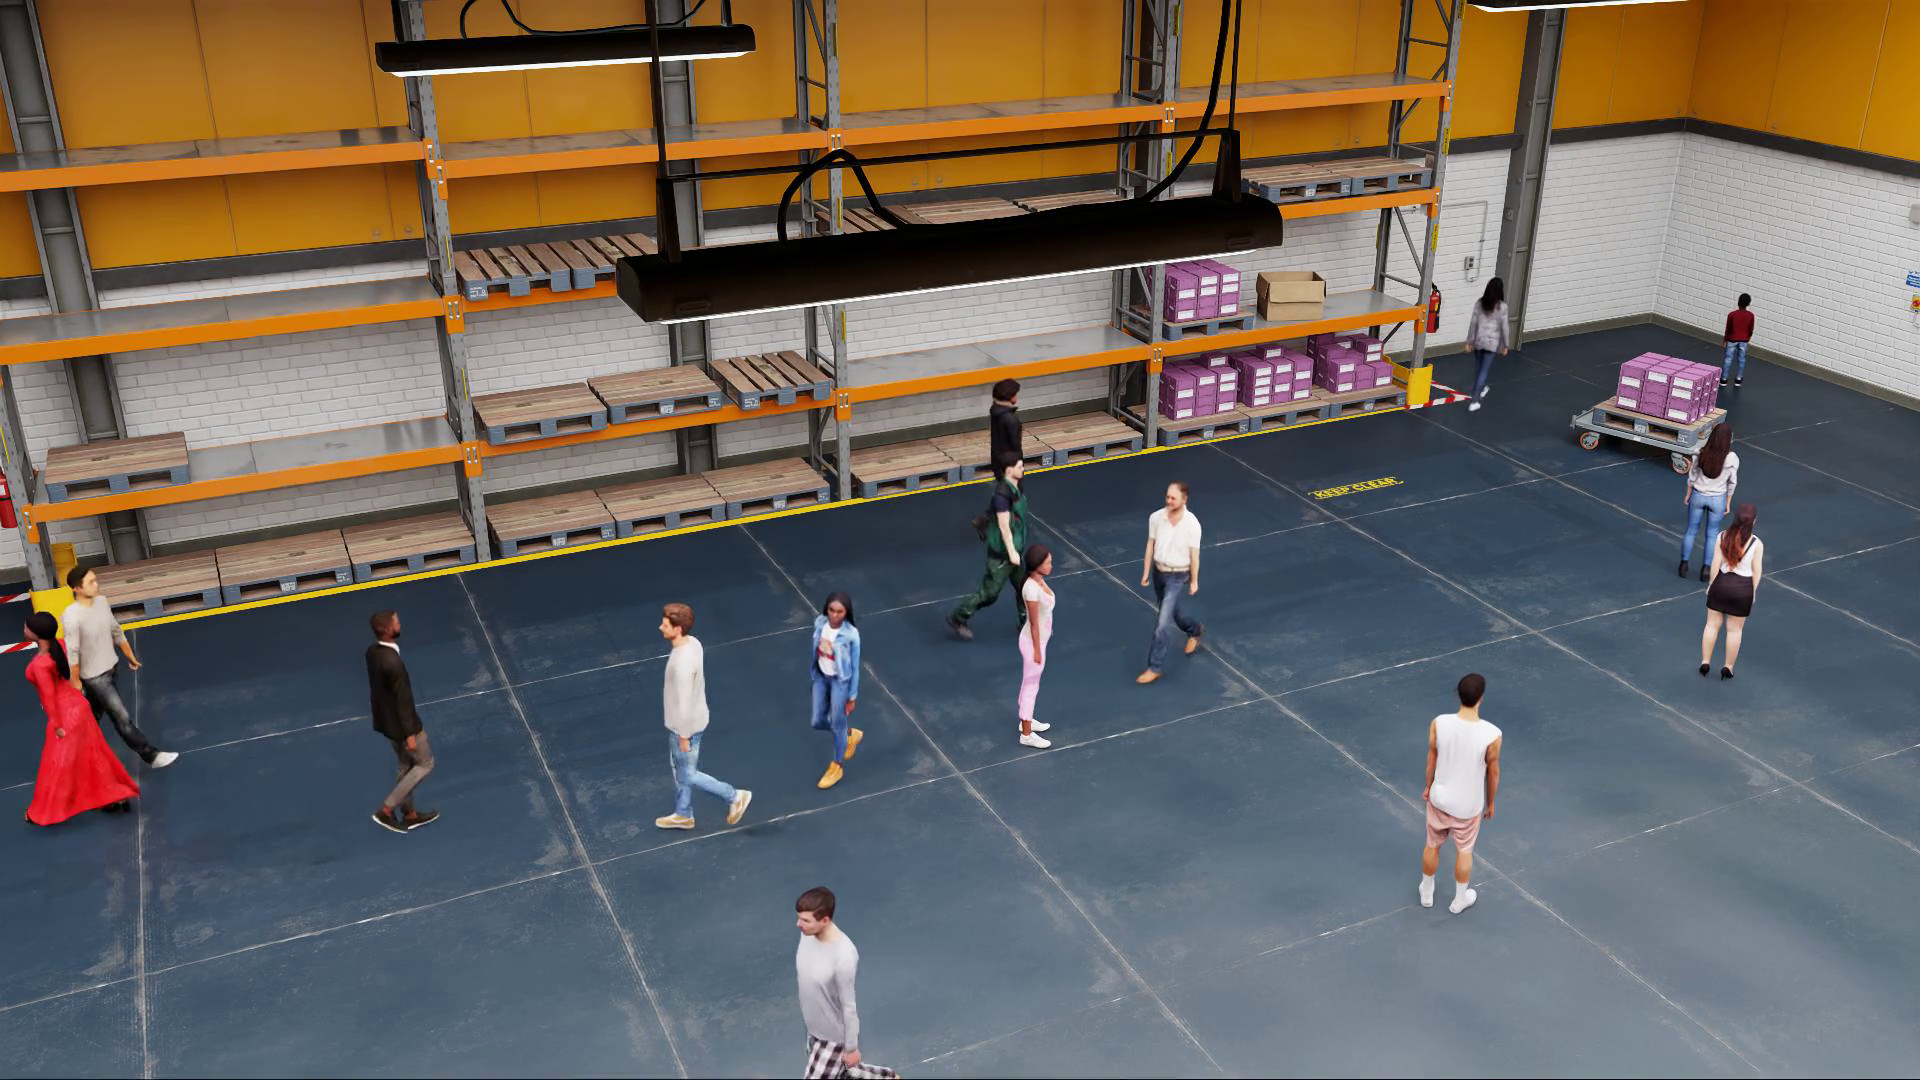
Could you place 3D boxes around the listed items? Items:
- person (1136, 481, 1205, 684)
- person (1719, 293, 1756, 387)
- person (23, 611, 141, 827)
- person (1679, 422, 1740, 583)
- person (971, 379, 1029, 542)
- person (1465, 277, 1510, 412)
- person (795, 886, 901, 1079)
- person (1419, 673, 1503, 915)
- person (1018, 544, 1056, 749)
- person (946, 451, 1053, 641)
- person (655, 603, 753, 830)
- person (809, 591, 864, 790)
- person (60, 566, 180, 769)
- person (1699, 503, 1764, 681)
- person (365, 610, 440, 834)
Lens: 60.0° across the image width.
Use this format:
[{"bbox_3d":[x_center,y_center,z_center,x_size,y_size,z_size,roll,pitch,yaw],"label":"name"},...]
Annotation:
[{"bbox_3d":[1.931,0.308,14.711,1.314,1.819,0.962,-21,31,-39],"label":"person"},{"bbox_3d":[10.416,-2.688,22.270,0.561,1.255,0.643,4,24,9],"label":"person"},{"bbox_3d":[-6.611,1.335,12.449,1.116,1.749,0.866,-2,24,-4],"label":"person"},{"bbox_3d":[7.438,-0.389,16.544,0.676,1.630,0.708,12,26,25],"label":"person"},{"bbox_3d":[0.432,-0.796,17.307,0.971,1.764,0.639,-12,26,-26],"label":"person"},{"bbox_3d":[6.677,-2.477,21.231,0.923,1.701,1.128,19,30,36],"label":"person"},{"bbox_3d":[-0.651,2.684,9.277,1.092,1.818,0.758,-16,28,-32],"label":"person"},{"bbox_3d":[3.415,1.753,11.450,0.729,1.785,0.761,12,26,25],"label":"person"},{"bbox_3d":[0.599,0.841,13.586,0.667,1.743,0.658,2,24,4],"label":"person"},{"bbox_3d":[0.318,0.087,15.159,1.282,1.866,1.179,8,25,17],"label":"person"},{"bbox_3d":[-1.937,1.341,12.267,1.077,1.885,0.868,-2,24,-4],"label":"person"},{"bbox_3d":[-0.909,1.128,12.990,0.826,1.696,0.906,17,29,34],"label":"person"},{"bbox_3d":[-6.882,1.040,13.105,1.280,1.764,1.051,1,24,3],"label":"person"},{"bbox_3d":[6.764,0.452,14.590,0.634,1.652,0.664,14,27,29],"label":"person"},{"bbox_3d":[-4.235,1.388,12.283,0.837,1.785,0.791,-15,28,-31],"label":"person"}]
